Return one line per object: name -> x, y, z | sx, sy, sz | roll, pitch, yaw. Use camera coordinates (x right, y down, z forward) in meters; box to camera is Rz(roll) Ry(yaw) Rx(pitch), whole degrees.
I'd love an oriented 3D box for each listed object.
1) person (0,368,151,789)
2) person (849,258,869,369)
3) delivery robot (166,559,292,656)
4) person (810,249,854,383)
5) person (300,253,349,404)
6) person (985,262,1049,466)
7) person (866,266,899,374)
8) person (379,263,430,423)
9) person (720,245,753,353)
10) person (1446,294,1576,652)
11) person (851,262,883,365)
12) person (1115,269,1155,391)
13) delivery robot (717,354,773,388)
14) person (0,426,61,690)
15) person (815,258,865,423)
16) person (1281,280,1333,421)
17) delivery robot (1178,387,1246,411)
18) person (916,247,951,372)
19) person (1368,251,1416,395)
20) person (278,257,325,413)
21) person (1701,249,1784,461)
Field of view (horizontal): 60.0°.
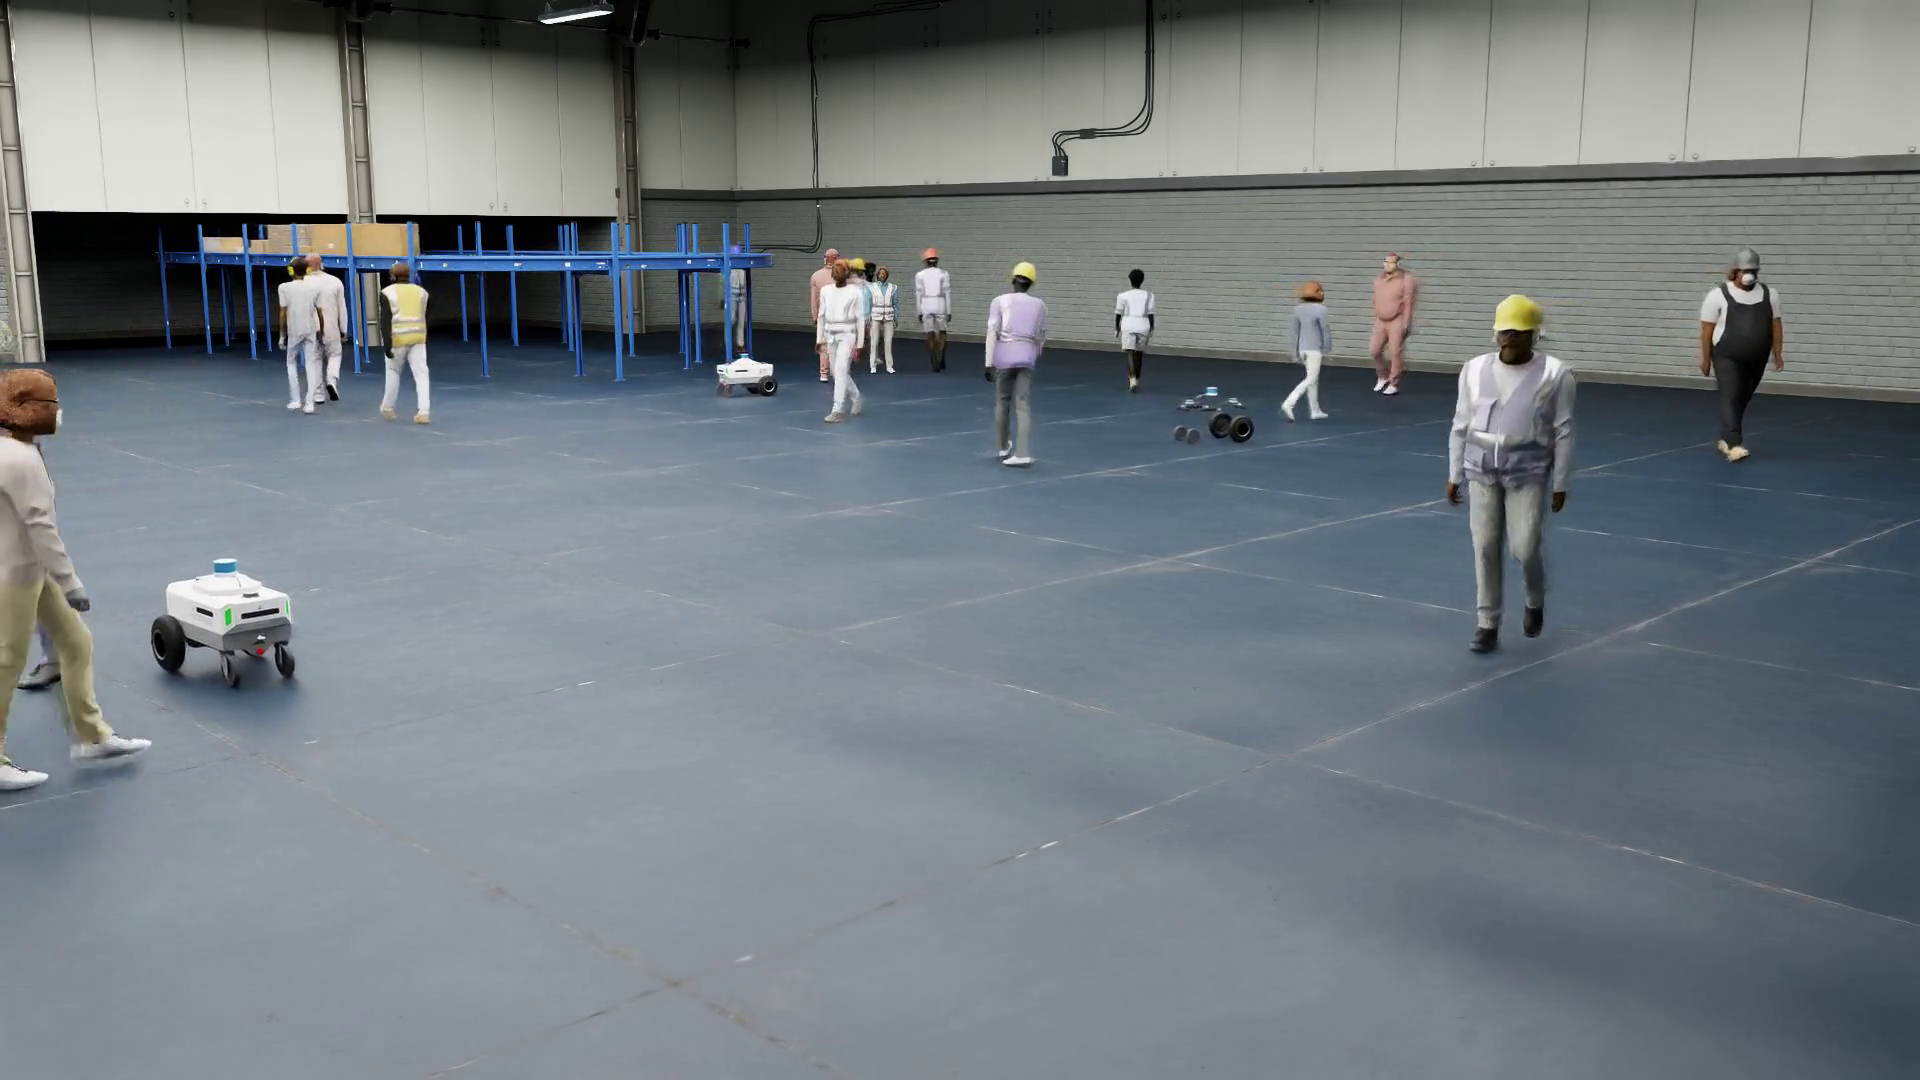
person -> -3.499, 0.148, 6.409 | 0.734, 1.605, 0.514 | -5, 12, -26
person -> -1.689, -3.572, 26.289 | 0.455, 1.740, 0.591 | -9, 14, -41
delivery robot -> -3.570, 0.335, 8.116 | 0.707, 0.478, 0.477 | 9, 14, 42
person -> -1.821, -3.230, 23.997 | 0.641, 1.913, 0.408 | 0, 10, 1
person -> -8.054, -2.661, 20.939 | 0.669, 1.891, 0.442 | -3, 11, -18
person -> 0.517, -1.643, 15.497 | 0.633, 1.852, 0.845 | -2, 11, -10
person -> -1.196, -3.383, 25.568 | 0.514, 1.641, 0.307 | -3, 11, -15
person -> -6.357, -2.248, 18.968 | 0.628, 1.787, 0.966 | -10, 14, -42
person -> -4.037, -4.346, 29.996 | 0.636, 1.934, 0.452 | -9, 13, -39
person -> 2.800, -0.338, 8.487 | 0.604, 1.820, 0.449 | 7, 13, 35
person -> -1.535, -3.744, 27.407 | 0.534, 1.678, 0.701 | -7, 12, -32
person -> 2.401, -2.874, 22.758 | 0.530, 1.649, 0.902 | -1, 10, -3
delivery robot -> -2.856, -2.232, 22.106 | 0.707, 0.478, 0.477 | -6, 12, -30
person -> -4.511, -0.127, 7.551 | 0.542, 1.729, 0.840 | 7, 13, 34
person -> -1.335, -2.312, 19.163 | 0.576, 1.854, 0.858 | 7, 12, 33
person -> 3.973, -2.168, 19.016 | 0.756, 1.605, 0.497 | -5, 12, -27
delivery robot -> 2.613, -1.465, 17.213 | 0.698, 0.223, 0.335 | -4, 11, -20
person -> -0.409, -3.593, 25.956 | 0.549, 1.916, 0.490 | 1, 10, 3
person -> 5.719, -2.878, 22.122 | 0.424, 1.893, 0.643 | -10, 14, -44
person -> -7.940, -2.467, 19.992 | 0.569, 1.845, 0.753 | -7, 12, -33
person -> 7.465, -1.784, 15.871 | 0.686, 2.000, 1.006 | 0, 10, 0
